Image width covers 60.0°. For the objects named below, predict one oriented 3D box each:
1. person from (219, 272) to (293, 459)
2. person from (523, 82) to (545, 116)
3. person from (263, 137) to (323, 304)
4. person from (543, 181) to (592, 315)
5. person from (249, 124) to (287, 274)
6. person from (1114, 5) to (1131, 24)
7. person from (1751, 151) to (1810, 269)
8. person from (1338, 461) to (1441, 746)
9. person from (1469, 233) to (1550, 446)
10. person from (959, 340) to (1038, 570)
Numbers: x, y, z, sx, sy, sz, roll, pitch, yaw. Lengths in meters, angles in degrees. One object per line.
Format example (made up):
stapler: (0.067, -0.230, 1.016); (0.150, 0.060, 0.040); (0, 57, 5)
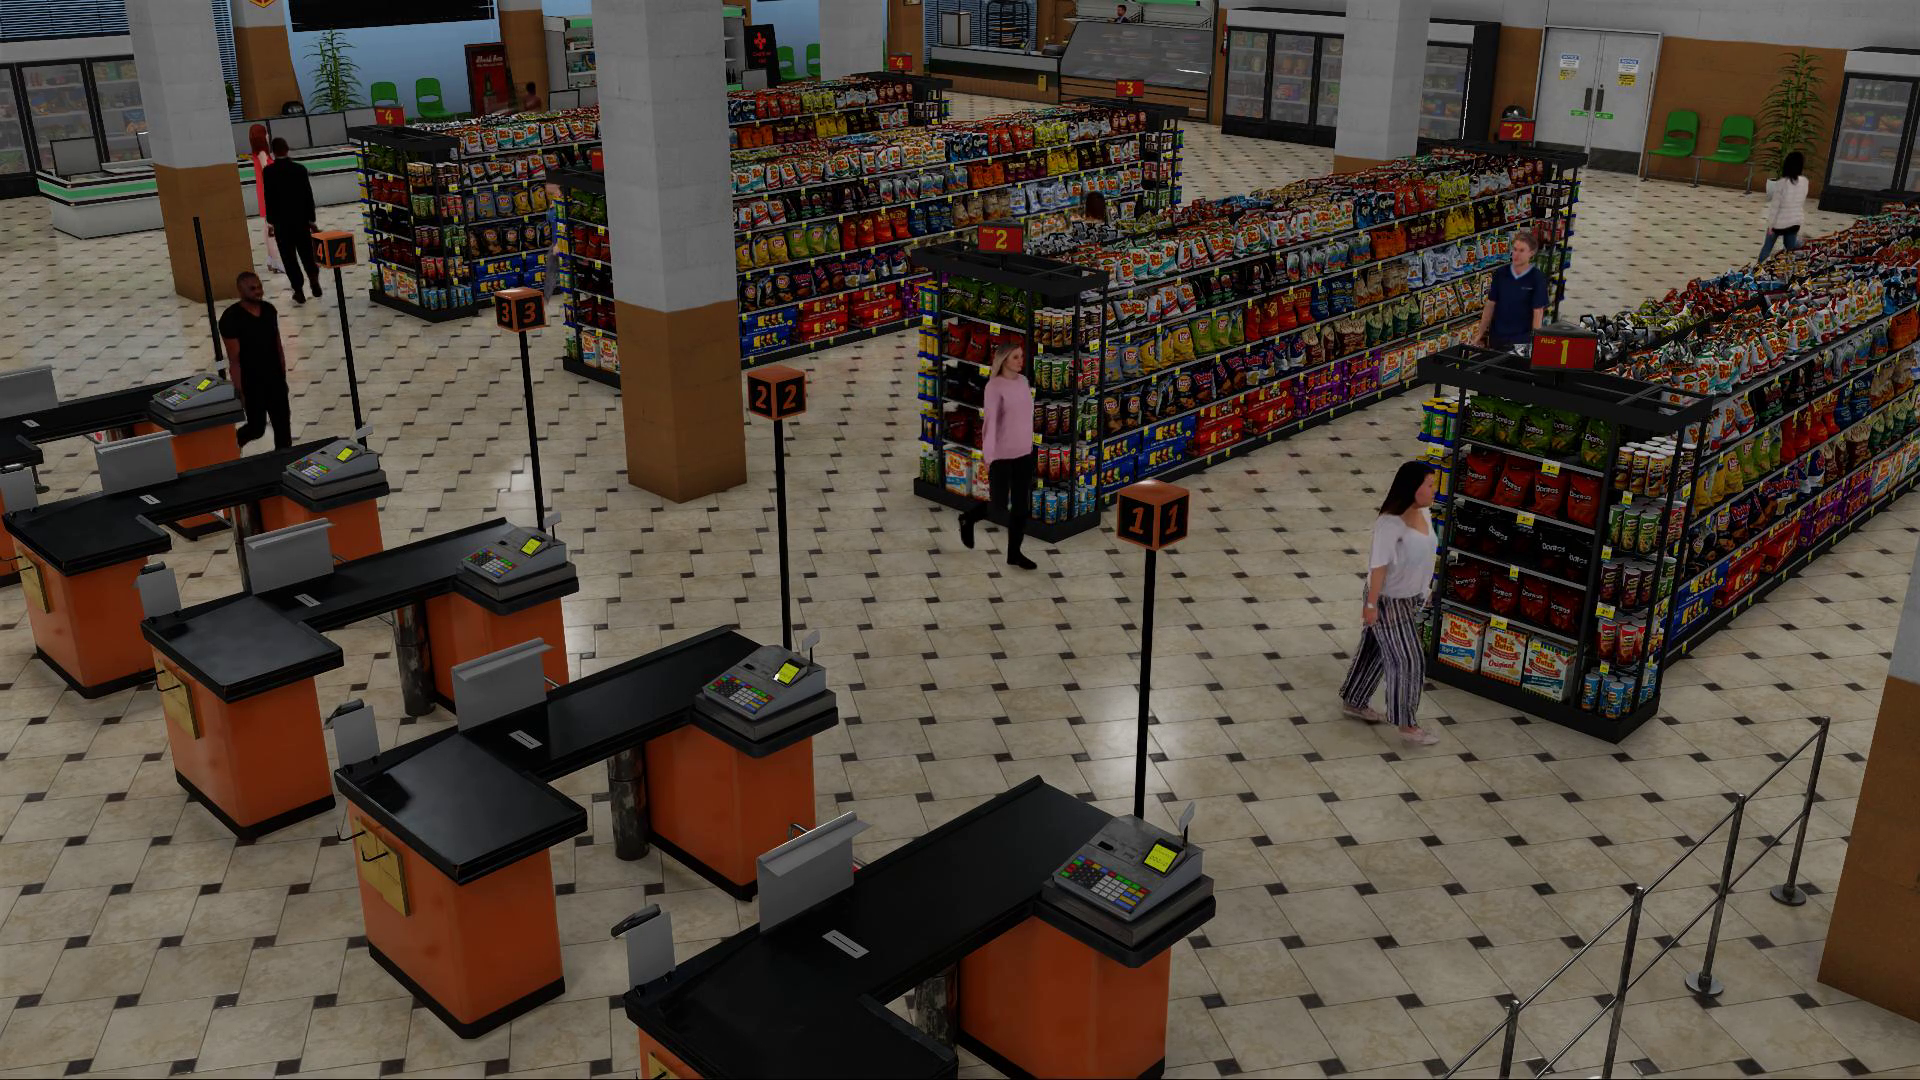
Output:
person: (-5.659, -1.253, 13.304); (0.902, 1.791, 1.098); (13, 26, 30)
person: (-7.589, -7.472, 29.513); (0.688, 1.245, 0.795); (7, 23, 16)
person: (-7.680, -3.647, 19.127); (0.838, 1.891, 0.851); (-14, 26, -30)
person: (-4.398, -3.320, 18.743); (1.048, 1.570, 0.656); (-16, 27, -35)
person: (-8.623, -4.254, 20.722); (0.563, 1.828, 0.638); (-14, 26, -31)
person: (3.719, -11.422, 38.507); (0.566, 1.868, 0.624); (-20, 29, -40)
person: (9.879, -3.769, 19.819); (1.040, 1.602, 1.066); (-2, 22, -4)
person: (2.417, 0.325, 9.567); (0.817, 1.648, 0.894); (16, 27, 34)
person: (4.820, -1.744, 14.477); (1.215, 1.826, 0.758); (-17, 28, -36)
person: (0.284, -0.619, 11.885); (0.654, 1.671, 0.830); (20, 29, 40)
